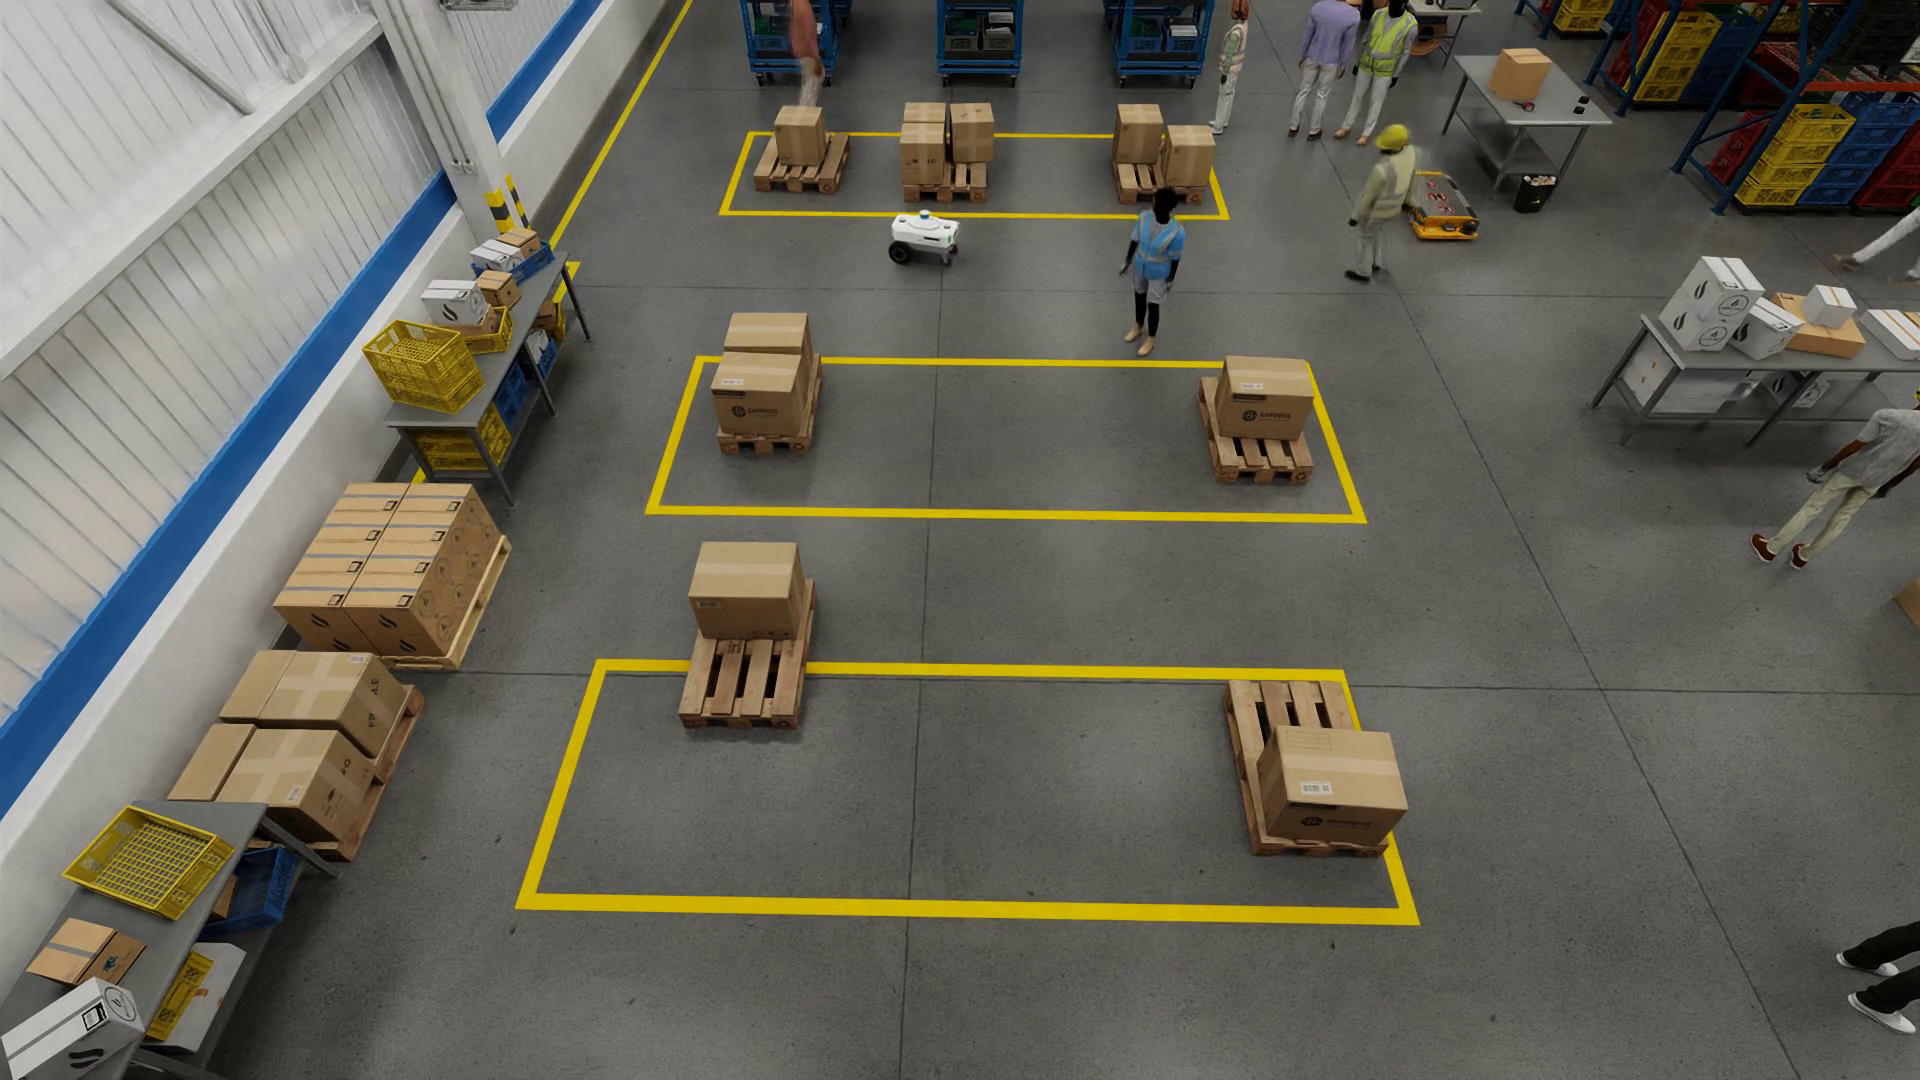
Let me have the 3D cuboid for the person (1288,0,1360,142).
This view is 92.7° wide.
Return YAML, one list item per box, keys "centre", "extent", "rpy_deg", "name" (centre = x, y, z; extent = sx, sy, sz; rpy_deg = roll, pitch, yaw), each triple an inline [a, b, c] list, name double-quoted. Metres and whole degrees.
- centre: [4.647, -6.132, 11.729]
  extent: [0.635, 1.936, 0.350]
  rpy_deg: [26, 54, 21]
  name: "person"

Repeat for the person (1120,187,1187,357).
- centre: [1.840, -2.584, 8.814]
  extent: [0.355, 1.695, 0.546]
  rpy_deg: [-35, 57, -26]
  name: "person"

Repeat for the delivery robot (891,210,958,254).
- centre: [-0.389, -3.446, 10.252]
  extent: [0.707, 0.478, 0.477]
  rpy_deg: [11, 50, 9]
  name: "delivery robot"

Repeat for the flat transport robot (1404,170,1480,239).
- centre: [5.692, -4.094, 11.059]
  extent: [0.652, 0.197, 1.431]
  rpy_deg: [1, 49, 1]
  name: "flat transport robot"

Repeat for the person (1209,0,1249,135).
- centre: [3.514, -6.144, 11.939]
  extent: [0.313, 1.634, 0.514]
  rpy_deg: [19, 52, 16]
  name: "person"

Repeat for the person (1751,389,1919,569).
- centre: [6.756, -0.492, 6.897]
  extent: [0.516, 1.863, 0.329]
  rpy_deg: [18, 51, 15]
  name: "person"

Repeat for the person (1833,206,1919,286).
- centre: [10.192, -3.527, 9.536]
  extent: [0.880, 1.839, 0.606]
  rpy_deg: [11, 50, 9]
  name: "person"

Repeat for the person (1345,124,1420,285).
- centre: [4.361, -3.477, 9.542]
  extent: [0.671, 1.768, 0.405]
  rpy_deg: [-29, 55, -23]
  name: "person"

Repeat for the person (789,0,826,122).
- centre: [-1.988, -6.346, 11.903]
  extent: [0.562, 1.948, 0.748]
  rpy_deg: [-16, 51, -14]
  name: "person"

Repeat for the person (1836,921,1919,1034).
- centre: [5.350, 2.006, 4.700]
  extent: [0.369, 1.913, 0.597]
  rpy_deg: [17, 51, 14]
  name: "person"

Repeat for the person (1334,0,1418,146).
- centre: [5.314, -6.010, 11.686]
  extent: [0.636, 1.842, 0.429]
  rpy_deg: [36, 58, 27]
  name: "person"
